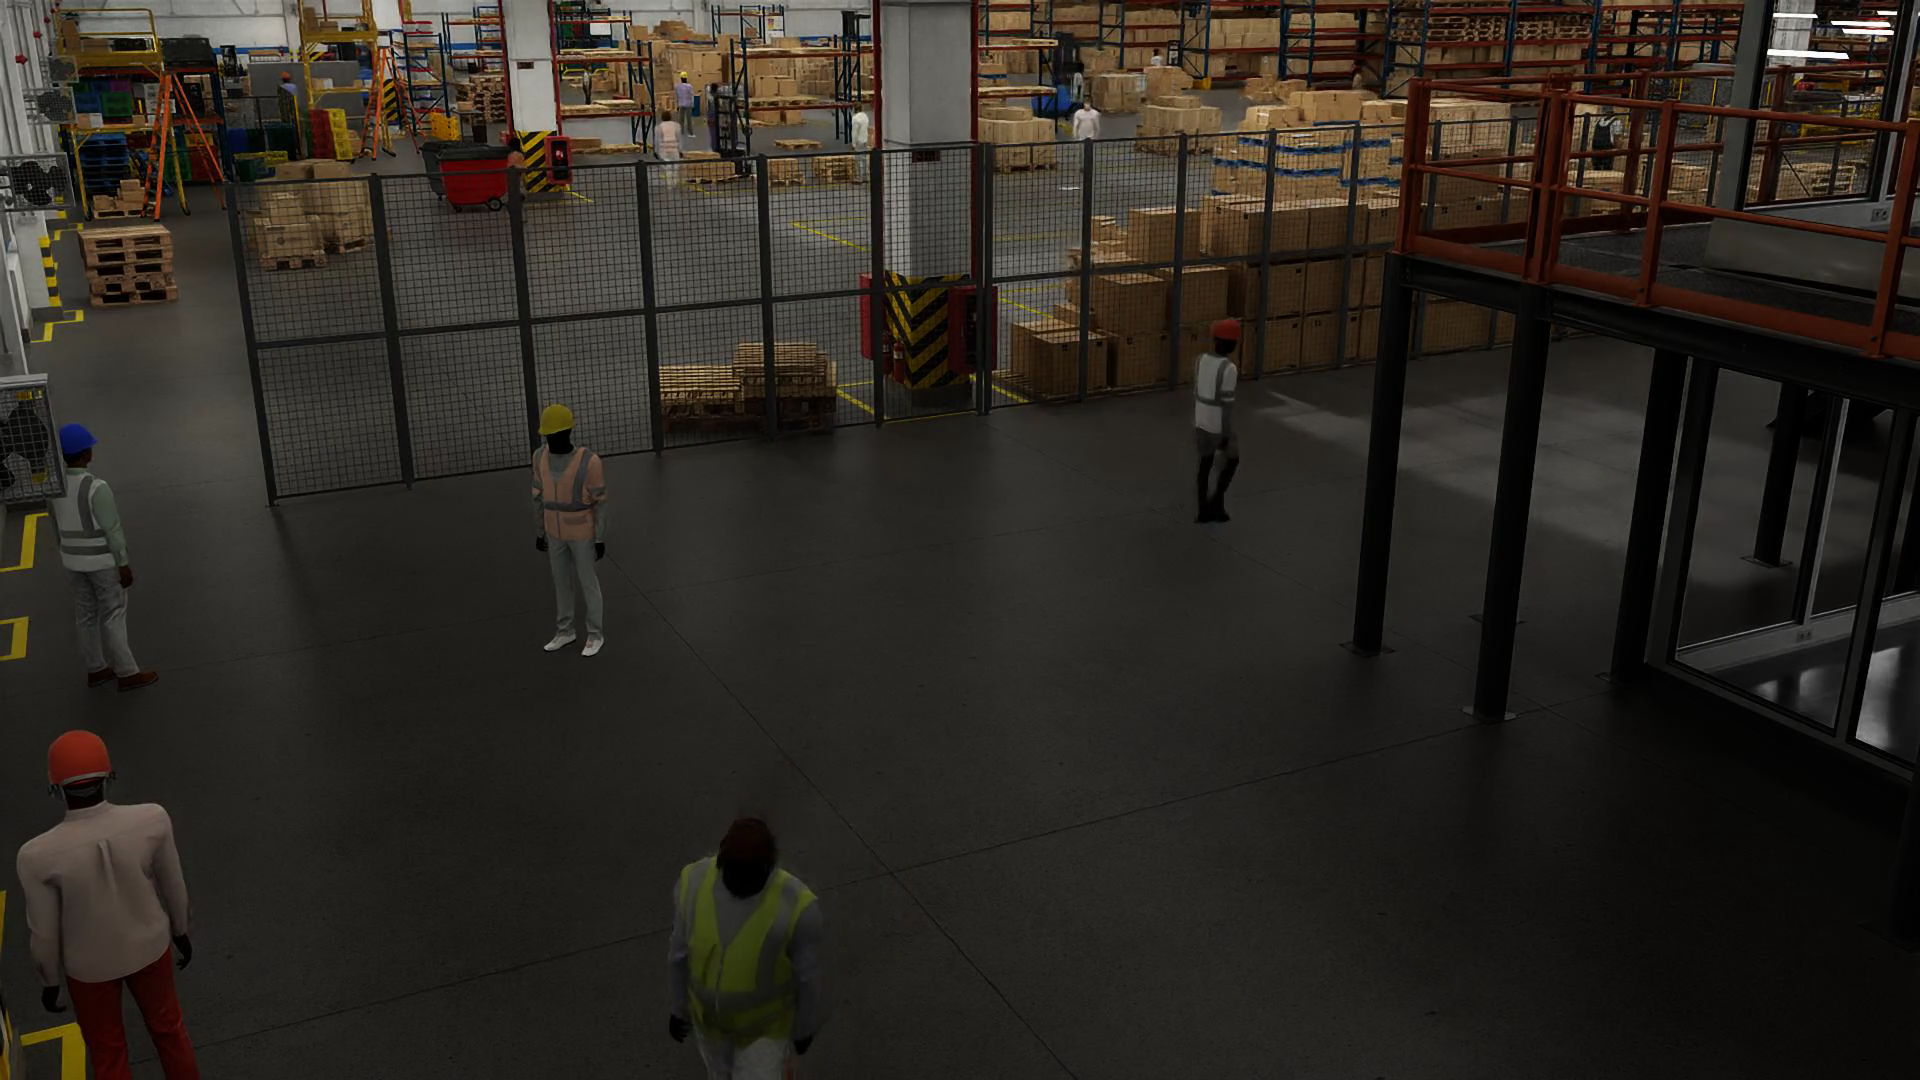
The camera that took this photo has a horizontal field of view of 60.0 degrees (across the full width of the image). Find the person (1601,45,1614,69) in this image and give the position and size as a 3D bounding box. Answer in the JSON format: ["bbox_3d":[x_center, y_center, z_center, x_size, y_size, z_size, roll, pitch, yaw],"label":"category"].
[{"bbox_3d":[28.425,-20.919,73.170,0.540,1.652,0.857,1,19,3],"label":"person"}]

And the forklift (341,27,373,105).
[{"bbox_3d":[-22.275,-17.346,60.954,1.873,2.768,1.129,-9,21,-25],"label":"forklift"}]

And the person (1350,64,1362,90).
[{"bbox_3d":[13.120,-14.644,54.629,0.804,1.885,0.607,7,20,20],"label":"person"}]

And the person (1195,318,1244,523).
[{"bbox_3d":[2.369,-1.084,15.281,0.463,1.914,0.538,-13,23,-33],"label":"person"}]

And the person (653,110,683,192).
[{"bbox_3d":[-6.715,-8.908,38.088,0.654,1.819,0.756,-8,21,-22],"label":"person"}]

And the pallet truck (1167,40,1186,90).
[{"bbox_3d":[9.045,-19.971,69.895,0.823,1.965,1.885,-3,19,-8],"label":"pallet truck"}]

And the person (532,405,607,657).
[{"bbox_3d":[-2.898,-0.067,12.305,0.593,1.924,0.380,7,20,19],"label":"person"}]

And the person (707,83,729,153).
[{"bbox_3d":[-6.667,-11.562,45.668,0.563,1.896,0.655,14,23,35],"label":"person"}]

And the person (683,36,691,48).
[{"bbox_3d":[-12.337,-21.754,75.155,0.550,1.937,0.360,8,21,22],"label":"person"}]

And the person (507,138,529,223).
[{"bbox_3d":[-8.922,-7.235,33.468,0.406,1.662,0.597,-17,25,-40],"label":"person"}]

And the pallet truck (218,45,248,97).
[{"bbox_3d":[-28.879,-18.665,66.111,0.823,1.965,1.885,-3,19,-9],"label":"pallet truck"}]

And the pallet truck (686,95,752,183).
[{"bbox_3d":[-5.836,-9.608,39.856,0.823,1.965,1.885,10,22,27],"label":"pallet truck"}]

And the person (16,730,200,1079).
[{"bbox_3d":[-3.560,1.726,7.004,0.622,1.992,0.394,-18,26,-42],"label":"person"}]

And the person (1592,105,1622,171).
[{"bbox_3d":[14.537,-8.857,37.613,0.535,2.000,0.680,-12,22,-30],"label":"person"}]

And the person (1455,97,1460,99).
[{"bbox_3d":[12.871,-10.638,43.274,0.534,1.707,0.950,-5,20,-13],"label":"person"}]

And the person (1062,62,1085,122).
[{"bbox_3d":[3.863,-14.859,55.182,0.931,1.937,0.610,-6,20,-16],"label":"person"}]

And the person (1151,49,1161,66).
[{"bbox_3d":[7.767,-18.549,66.047,0.500,1.825,0.967,-6,20,-17],"label":"person"}]

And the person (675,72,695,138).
[{"bbox_3d":[-8.270,-13.084,50.036,0.586,1.928,0.364,3,19,9],"label":"person"}]

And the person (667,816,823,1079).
[{"bbox_3d":[-0.845,1.890,6.812,0.637,1.815,0.813,7,20,18],"label":"person"}]

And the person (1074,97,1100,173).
[{"bbox_3d":[3.118,-9.978,41.081,0.631,1.905,0.966,1,19,2],"label":"person"}]

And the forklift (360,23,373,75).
[{"bbox_3d":[-22.870,-18.762,65.057,1.873,2.768,1.129,-10,22,-28],"label":"forklift"}]

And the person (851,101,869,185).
[{"bbox_3d":[-2.371,-9.360,39.247,0.376,1.935,0.629,9,21,25],"label":"person"}]

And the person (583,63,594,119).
[{"bbox_3d":[-12.588,-15.198,56.311,0.342,1.839,0.501,-3,19,-9],"label":"person"}]

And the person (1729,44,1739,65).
[{"bbox_3d":[31.456,-19.218,67.840,0.662,1.907,0.844,-9,21,-25],"label":"person"}]

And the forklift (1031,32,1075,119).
[{"bbox_3d":[3.432,-15.755,56.341,1.873,2.768,1.129,-9,21,-25],"label":"forklift"}]

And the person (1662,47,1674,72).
[{"bbox_3d":[33.412,-22.703,78.424,0.849,1.599,0.537,-7,20,-19],"label":"person"}]

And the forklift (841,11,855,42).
[{"bbox_3d":[-5.588,-25.065,83.329,1.873,2.768,1.129,-9,21,-25],"label":"forklift"}]

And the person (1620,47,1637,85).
[{"bbox_3d":[27.399,-19.330,68.273,0.627,1.844,0.429,1,19,2],"label":"person"}]

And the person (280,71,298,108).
[{"bbox_3d":[-20.263,-13.148,50.212,0.377,1.933,0.551,14,23,35],"label":"person"}]

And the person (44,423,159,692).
[{"bbox_3d":[-6.083,0.131,11.695,0.605,1.951,0.380,8,20,21],"label":"person"}]
